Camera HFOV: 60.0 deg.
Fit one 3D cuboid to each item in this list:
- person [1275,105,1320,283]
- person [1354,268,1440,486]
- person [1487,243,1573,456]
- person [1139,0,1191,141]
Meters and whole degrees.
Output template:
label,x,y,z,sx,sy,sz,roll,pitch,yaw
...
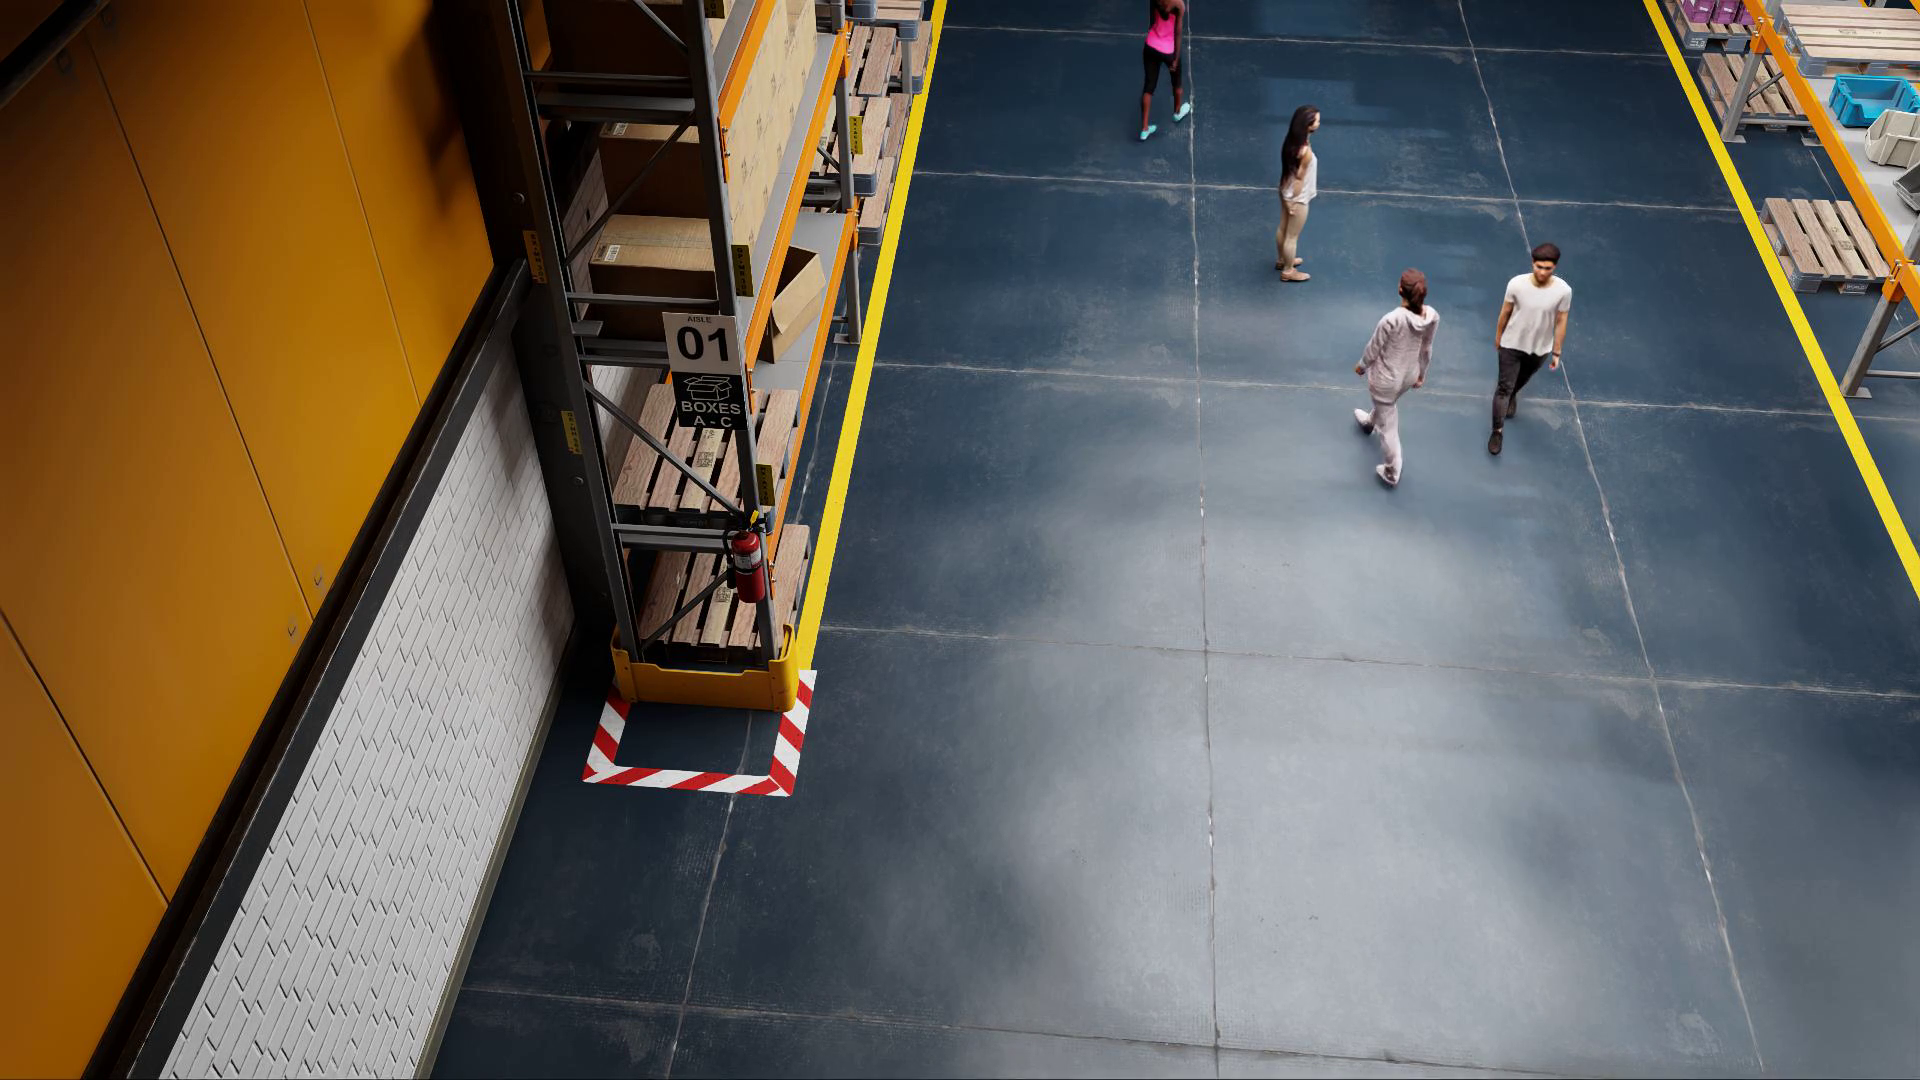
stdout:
label,x,y,z,sx,sy,sz,roll,pitch,yaw
person,2.820,-2.930,14.082,0.673,1.653,0.619,-26,49,-24
person,3.229,-1.160,12.227,0.947,1.649,1.166,-15,46,-15
person,4.312,-1.545,12.605,0.745,1.684,1.109,10,45,11
person,1.868,-4.605,15.807,0.828,1.698,1.016,24,48,23
